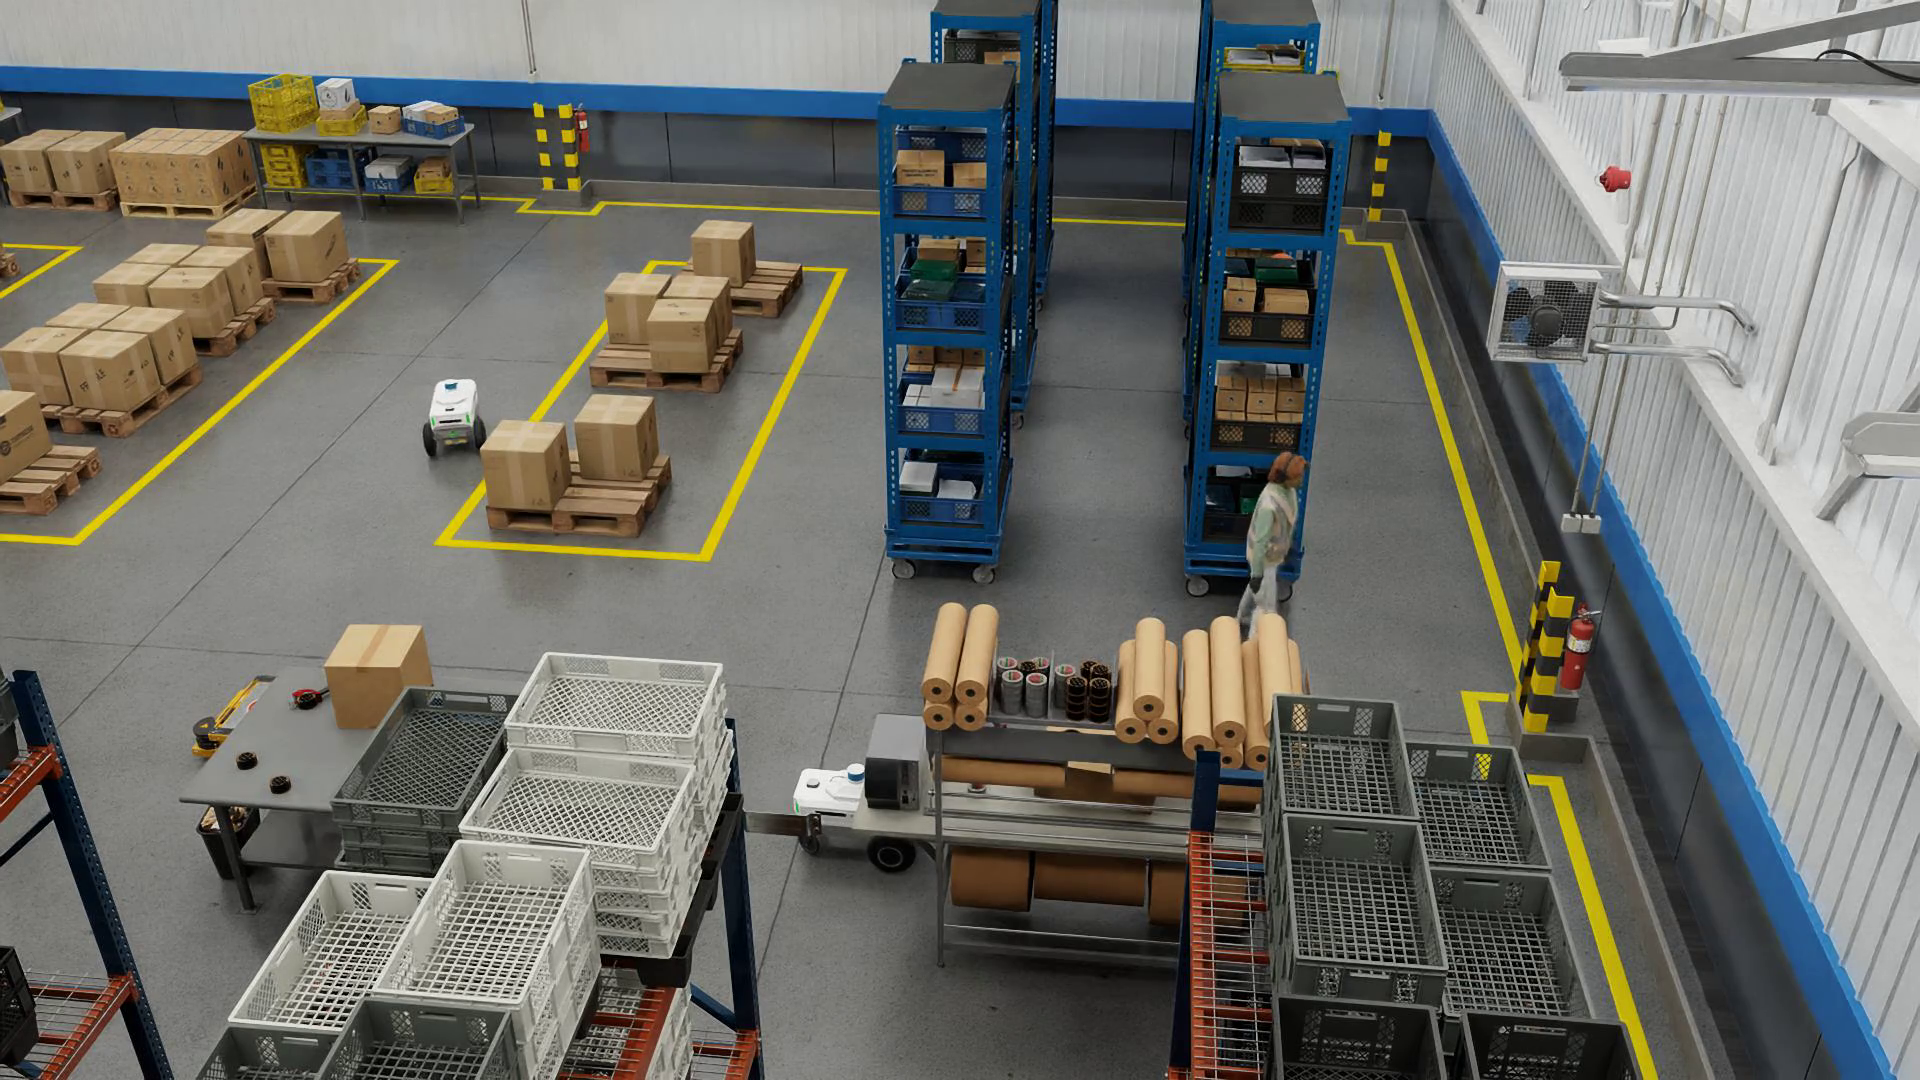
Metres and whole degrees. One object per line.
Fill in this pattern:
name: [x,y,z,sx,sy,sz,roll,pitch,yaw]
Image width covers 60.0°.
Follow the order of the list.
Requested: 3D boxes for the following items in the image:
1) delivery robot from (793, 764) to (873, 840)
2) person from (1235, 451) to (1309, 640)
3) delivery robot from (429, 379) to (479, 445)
delivery robot: [-0.599,1.520,9.665,0.707,0.478,0.477,4,31,7]
person: [2.053,0.124,11.129,0.471,1.600,0.696,12,32,20]
delivery robot: [-4.328,-1.140,14.233,0.477,0.478,0.707,-5,31,-9]
